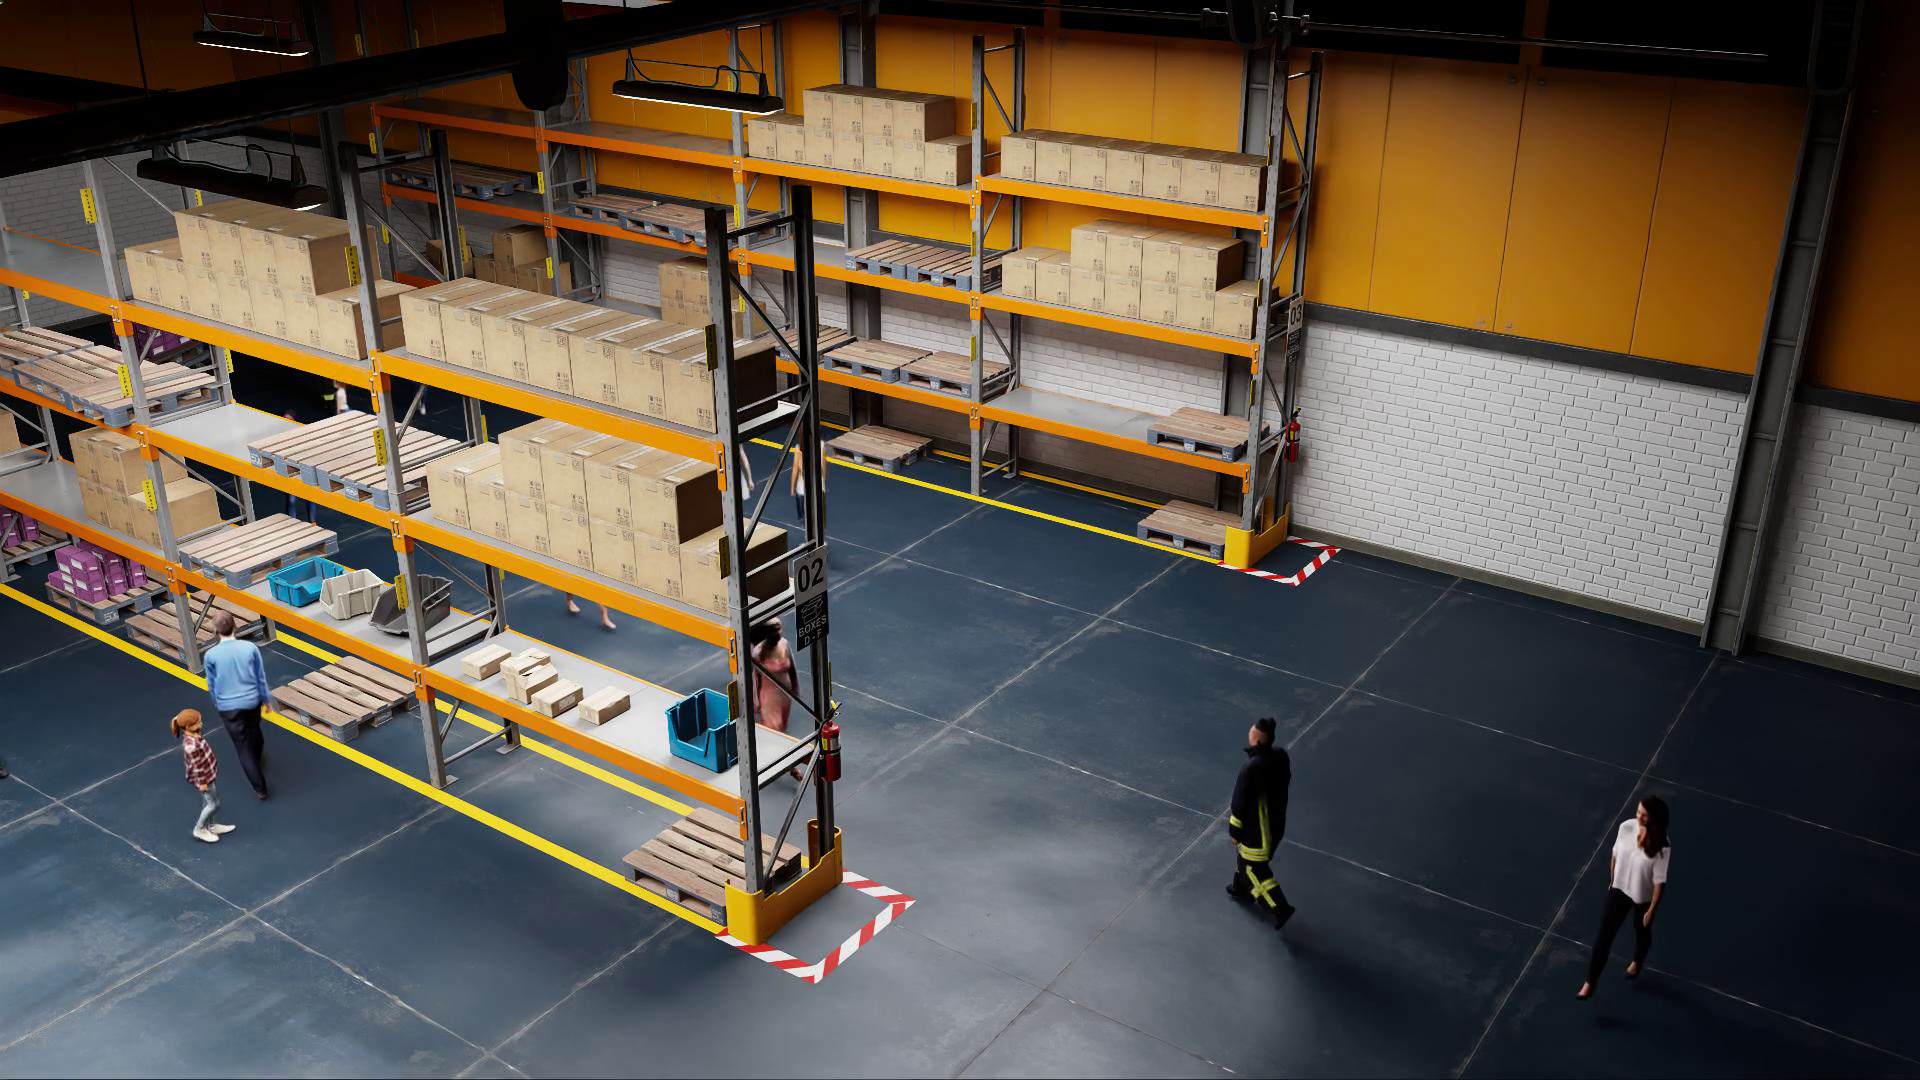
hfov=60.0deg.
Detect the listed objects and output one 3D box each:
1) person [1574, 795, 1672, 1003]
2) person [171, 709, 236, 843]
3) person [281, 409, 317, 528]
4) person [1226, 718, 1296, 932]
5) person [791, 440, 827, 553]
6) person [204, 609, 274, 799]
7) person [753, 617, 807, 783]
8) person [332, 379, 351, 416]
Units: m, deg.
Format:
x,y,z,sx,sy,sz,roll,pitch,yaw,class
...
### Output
x,y,z,sx,sy,sz,roll,pitch,yaw,class
5.214,2.713,12.722,0.884,1.741,1.118,-19,30,-36,person
-6.745,2.073,14.732,0.702,1.304,0.631,-9,25,-20,person
-8.319,-0.827,20.856,0.674,1.712,0.658,-13,27,-27,person
2.508,2.306,13.533,0.887,1.837,1.101,-20,31,-39,person
-1.786,-0.596,20.264,0.849,1.763,0.991,-16,28,-33,person
-6.630,1.552,15.347,0.891,1.766,1.208,-16,28,-33,person
-1.808,1.455,15.710,1.046,1.652,0.697,20,30,38,person
-8.930,-1.903,24.206,0.756,1.001,0.695,-4,24,-8,person
